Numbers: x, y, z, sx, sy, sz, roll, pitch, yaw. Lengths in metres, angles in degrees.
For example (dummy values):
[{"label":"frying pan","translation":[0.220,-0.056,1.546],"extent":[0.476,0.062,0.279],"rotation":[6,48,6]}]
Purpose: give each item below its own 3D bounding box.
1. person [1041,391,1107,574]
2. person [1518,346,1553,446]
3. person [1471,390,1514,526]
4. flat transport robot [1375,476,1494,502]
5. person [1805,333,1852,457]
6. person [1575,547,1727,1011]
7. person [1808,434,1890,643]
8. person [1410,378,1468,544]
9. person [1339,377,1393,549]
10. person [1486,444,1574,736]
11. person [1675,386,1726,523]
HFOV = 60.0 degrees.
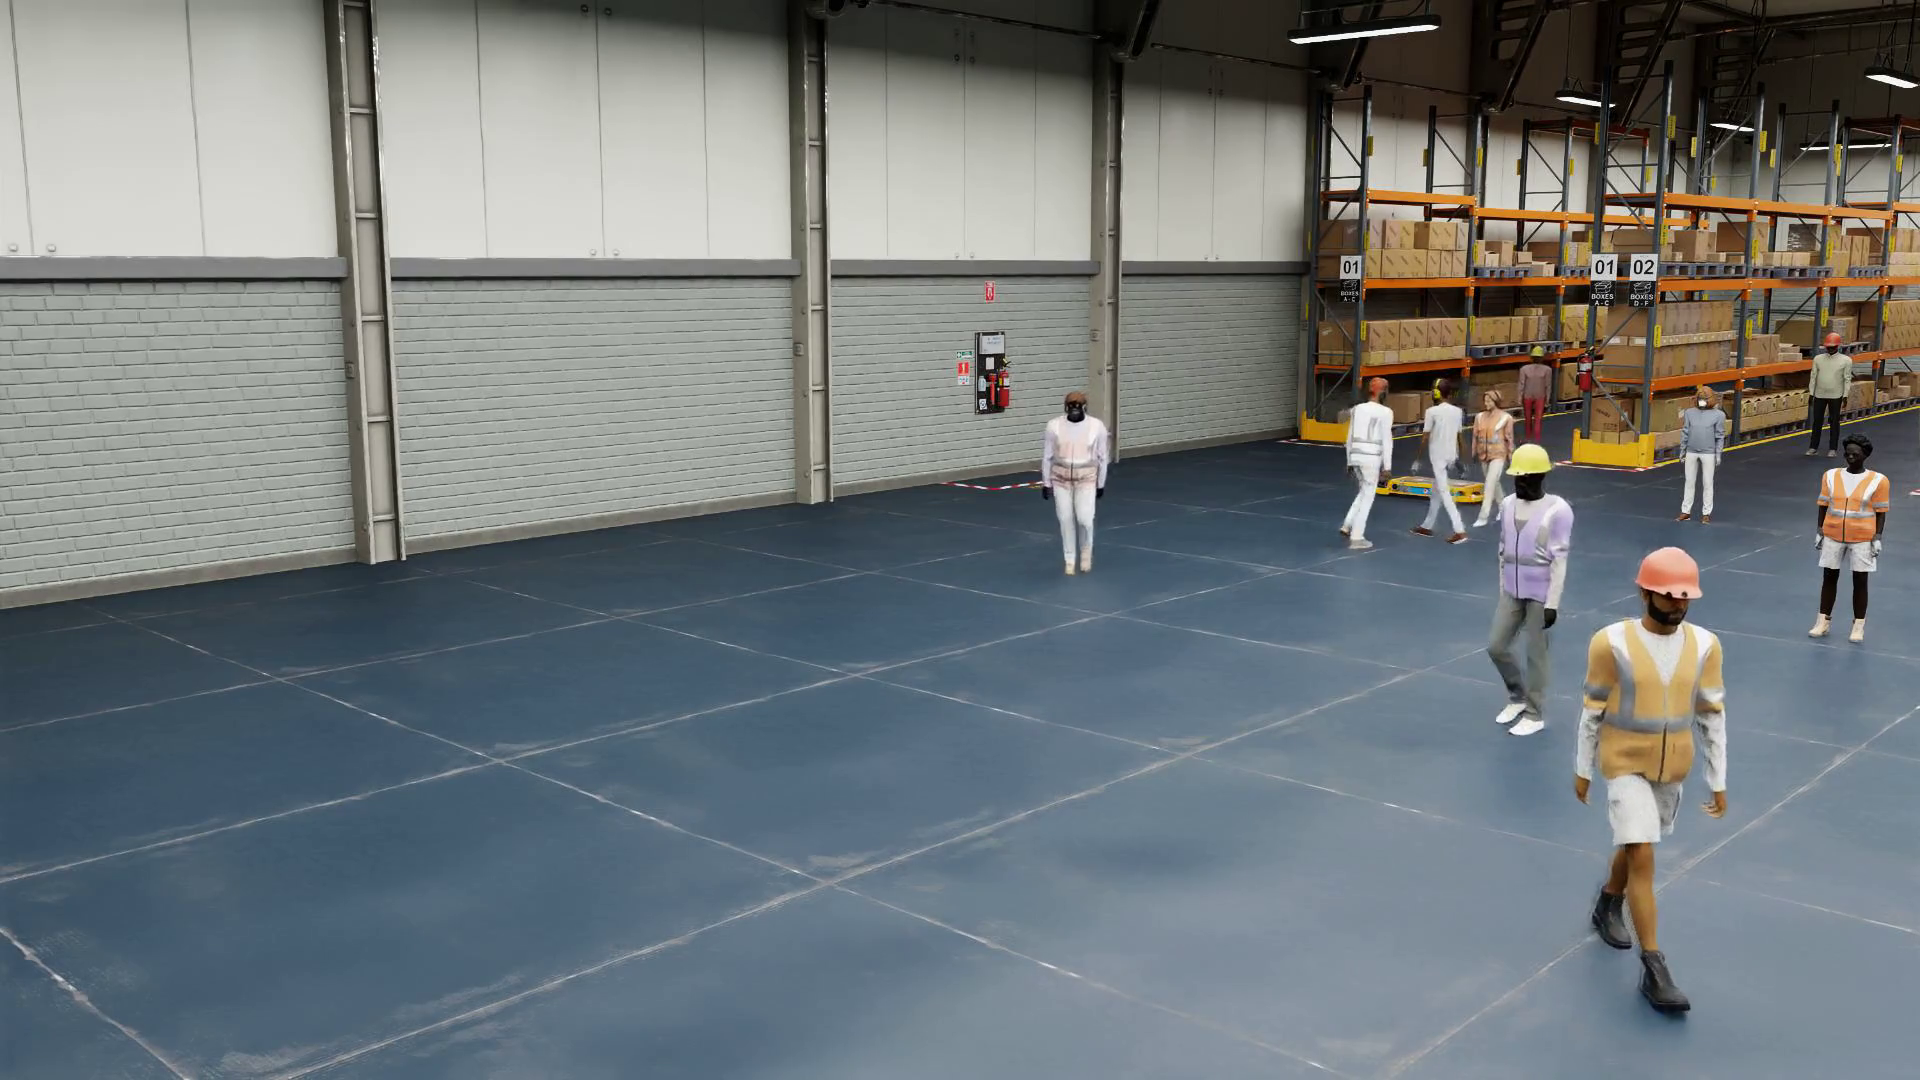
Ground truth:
[{"label":"person","translation":[1.116,-0.559,16.409],"extent":[0.638,1.825,0.456],"rotation":[2,9,11]},{"label":"person","translation":[9.666,-2.399,27.966],"extent":[0.523,1.719,0.944],"rotation":[4,10,21]},{"label":"person","translation":[6.345,-0.982,19.730],"extent":[0.855,1.605,0.526],"rotation":[-7,12,-37]},{"label":"flat transport robot","translation":[6.252,-0.679,21.870],"extent":[1.431,0.197,0.652],"rotation":[9,13,43]},{"label":"person","translation":[13.924,-2.324,26.665],"extent":[0.609,1.993,0.384],"rotation":[9,13,43]},{"label":"person","translation":[2.943,0.946,7.093],"extent":[0.562,1.883,1.011],"rotation":[0,9,-3]},{"label":"person","translation":[7.223,-0.018,13.512],"extent":[0.532,1.697,0.319],"rotation":[9,13,43]},{"label":"person","translation":[5.353,-0.877,18.423],"extent":[0.512,1.823,0.952],"rotation":[-6,11,-31]},{"label":"person","translation":[4.396,-0.832,18.024],"extent":[0.549,1.850,0.611],"rotation":[-5,10,-26]},{"label":"person","translation":[3.669,0.331,10.741],"extent":[0.426,1.909,0.591],"rotation":[-5,11,-30]},{"label":"person","translation":[8.817,-1.017,19.796],"extent":[0.498,1.632,0.286],"rotation":[9,13,43]}]
